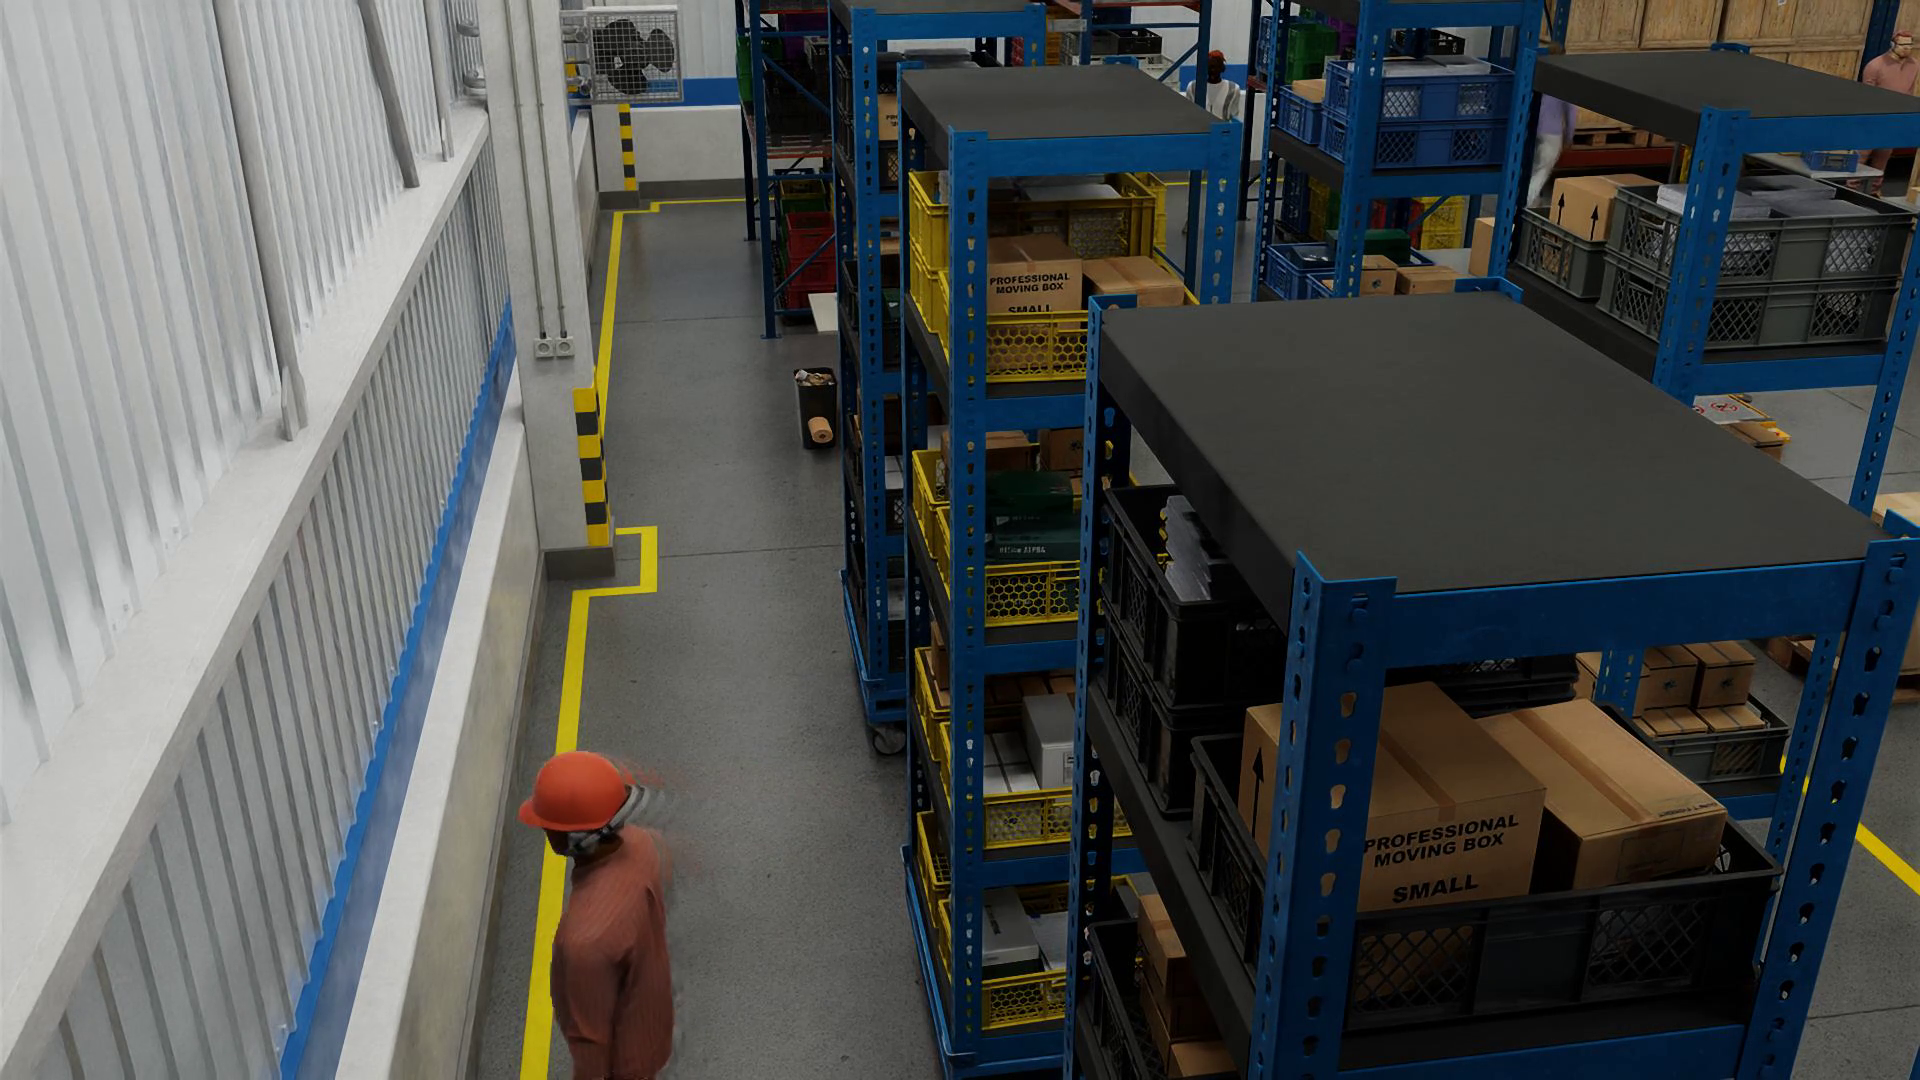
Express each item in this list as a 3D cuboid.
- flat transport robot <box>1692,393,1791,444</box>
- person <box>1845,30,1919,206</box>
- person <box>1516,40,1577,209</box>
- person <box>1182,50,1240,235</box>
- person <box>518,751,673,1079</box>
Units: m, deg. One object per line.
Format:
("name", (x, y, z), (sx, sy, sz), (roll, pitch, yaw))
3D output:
("flat transport robot", (5.224, -0.859, 12.132), (1.431, 0.197, 0.652), (-4, 25, -8))
("person", (10.301, -4.693, 18.525), (0.651, 1.906, 0.403), (-4, 25, -8))
("person", (6.214, -4.348, 17.774), (0.627, 1.911, 0.890), (20, 32, 37))
("person", (2.596, -4.131, 17.334), (0.575, 1.882, 0.355), (4, 25, 9))
("person", (-0.960, 1.497, 4.994), (0.818, 1.971, 0.624), (1, 25, 3))
